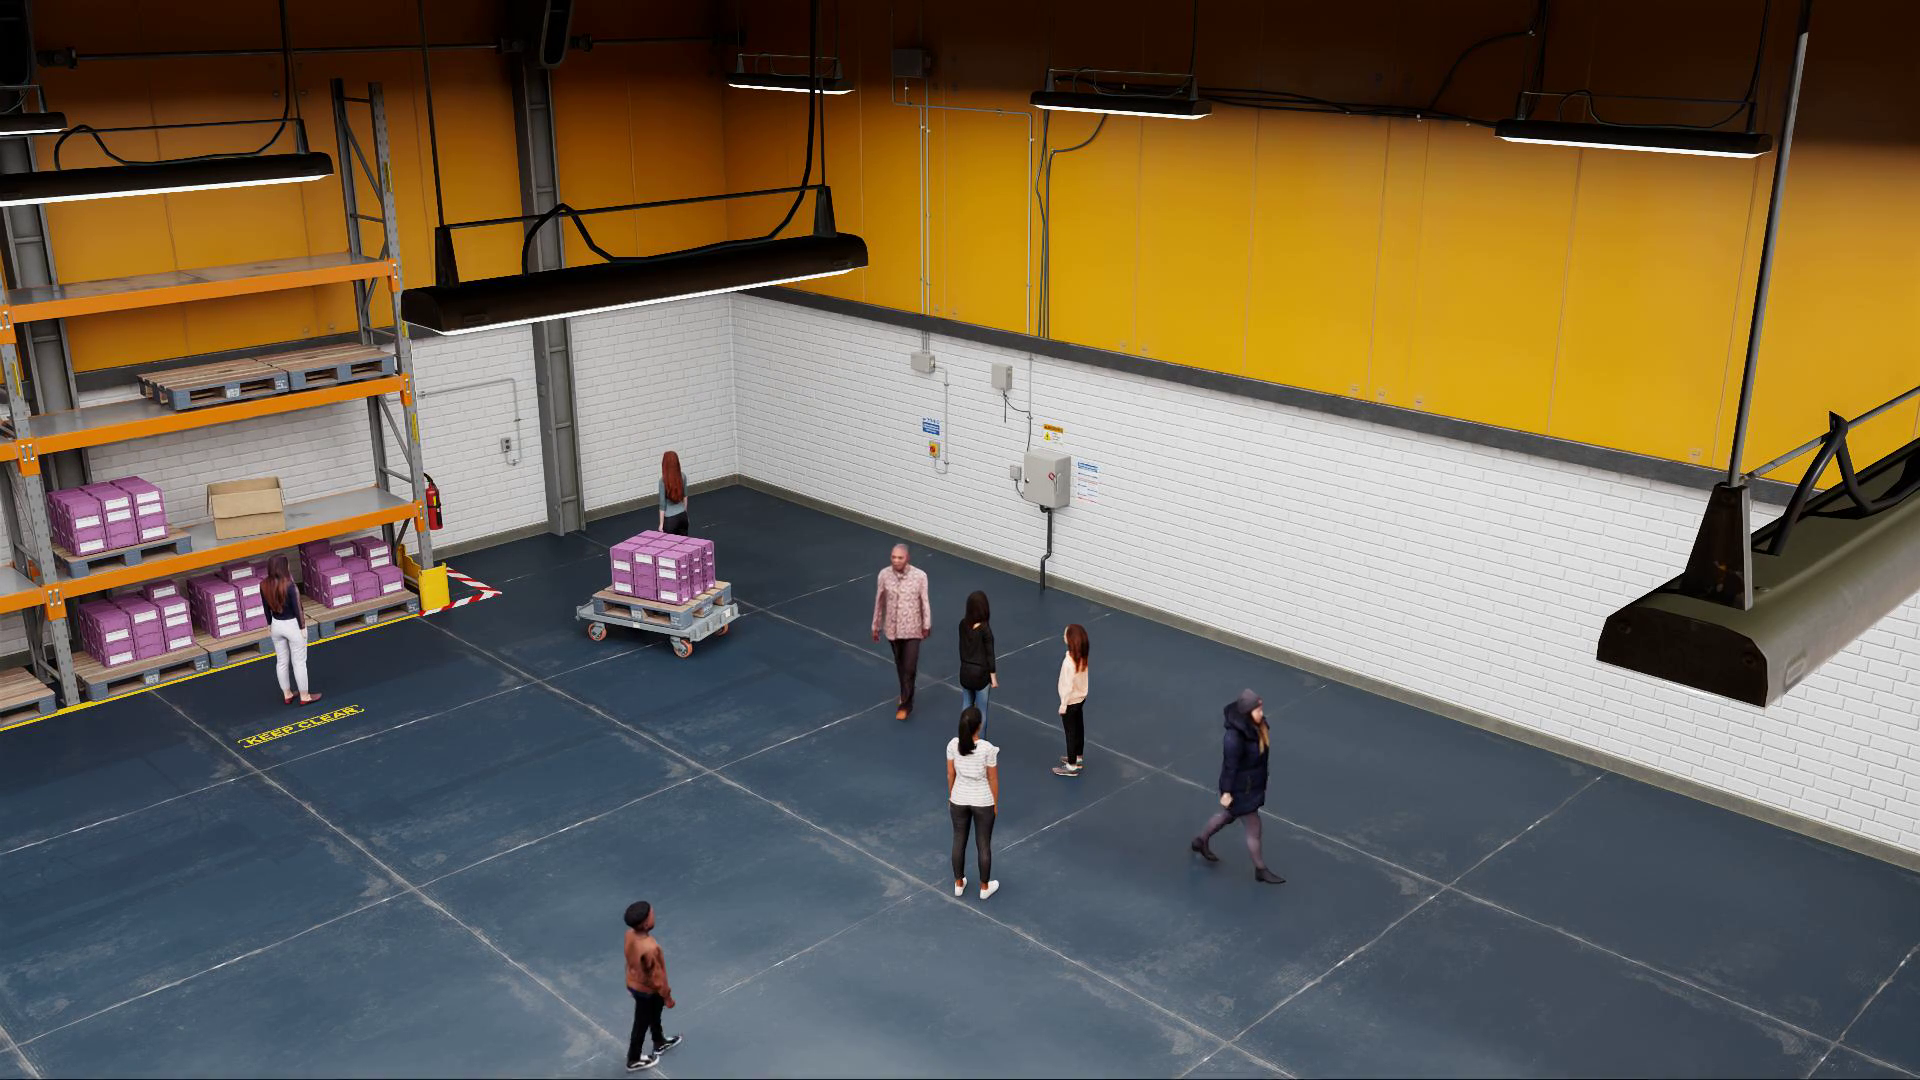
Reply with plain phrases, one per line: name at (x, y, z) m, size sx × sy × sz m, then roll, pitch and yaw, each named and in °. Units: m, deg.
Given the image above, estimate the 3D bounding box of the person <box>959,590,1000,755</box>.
person at (0.154, 1.253, 15.731) m, size 0.580 × 1.645 × 0.518 m, roll 16°, pitch 24°, yaw 39°

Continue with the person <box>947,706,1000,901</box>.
person at (0.101, 2.083, 13.266) m, size 0.653 × 1.647 × 0.673 m, roll 5°, pitch 19°, yaw 16°

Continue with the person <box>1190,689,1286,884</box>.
person at (2.221, 1.985, 13.571) m, size 0.903 × 1.637 × 1.103 m, roll 11°, pitch 21°, yaw 29°

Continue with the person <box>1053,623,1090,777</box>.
person at (1.042, 1.461, 15.366) m, size 0.695 × 1.484 × 0.564 m, roll 8°, pitch 20°, yaw 23°

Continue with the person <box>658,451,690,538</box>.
person at (-3.430, -0.229, 19.979) m, size 0.645 × 1.743 × 0.474 m, roll 16°, pitch 25°, yaw 40°

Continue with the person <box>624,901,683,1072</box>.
person at (-2.176, 3.013, 11.143) m, size 0.712 × 1.240 × 0.605 m, roll -11°, pitch 22°, yaw -30°

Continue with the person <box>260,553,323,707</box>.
person at (-6.799, 0.898, 16.847) m, size 0.676 × 1.607 × 0.676 m, roll 5°, pitch 19°, yaw 15°

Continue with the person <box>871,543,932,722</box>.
person at (-0.541, 0.866, 16.691) m, size 1.035 × 1.768 × 1.211 m, roll 5°, pitch 19°, yaw 15°
